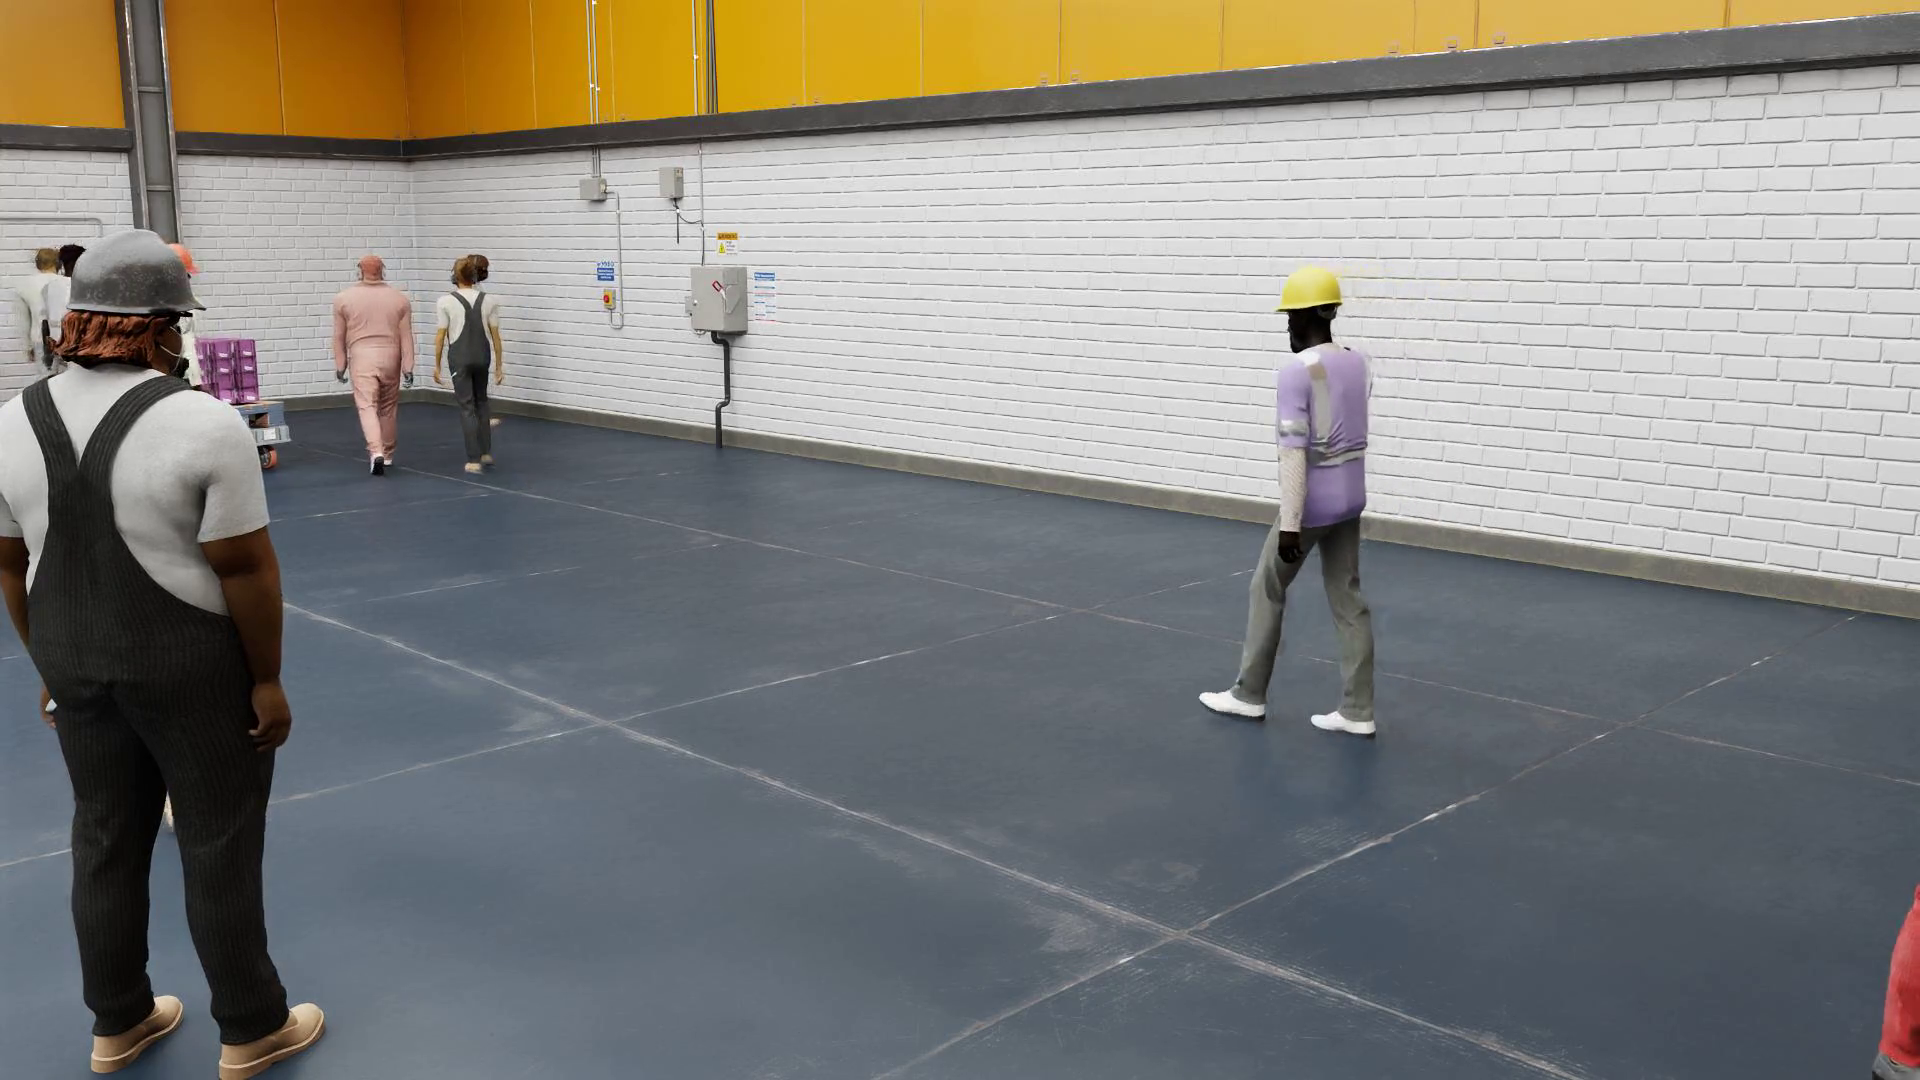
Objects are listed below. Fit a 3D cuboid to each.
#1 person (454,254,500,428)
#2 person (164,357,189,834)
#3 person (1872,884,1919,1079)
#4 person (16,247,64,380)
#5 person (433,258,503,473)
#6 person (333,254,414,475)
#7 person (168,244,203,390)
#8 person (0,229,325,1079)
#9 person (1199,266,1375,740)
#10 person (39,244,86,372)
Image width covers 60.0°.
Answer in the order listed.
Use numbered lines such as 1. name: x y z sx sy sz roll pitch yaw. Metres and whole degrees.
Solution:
1. person: -5.111 -2.083 17.494 0.432 1.826 0.651 -2 11 -13
2. person: -2.667 0.153 5.732 0.538 1.670 0.739 -10 14 -43
3. person: 2.408 0.458 3.839 0.373 1.771 0.533 10 14 44
4. person: -8.918 -1.928 16.434 0.652 1.902 0.842 0 10 -2
5. person: -4.239 -1.493 14.272 0.520 1.821 0.648 -8 13 -36
6. person: -5.003 -1.507 14.245 0.636 1.868 0.922 -6 12 -28
7. person: -5.828 -1.184 12.278 0.647 1.963 0.372 7 12 32
8. person: -1.900 0.282 4.004 0.688 2.000 0.538 2 11 9
9. person: 1.381 -0.158 6.804 0.618 1.888 0.865 -10 14 -43
10. person: -8.241 -1.813 15.700 0.614 1.933 0.868 4 11 22
